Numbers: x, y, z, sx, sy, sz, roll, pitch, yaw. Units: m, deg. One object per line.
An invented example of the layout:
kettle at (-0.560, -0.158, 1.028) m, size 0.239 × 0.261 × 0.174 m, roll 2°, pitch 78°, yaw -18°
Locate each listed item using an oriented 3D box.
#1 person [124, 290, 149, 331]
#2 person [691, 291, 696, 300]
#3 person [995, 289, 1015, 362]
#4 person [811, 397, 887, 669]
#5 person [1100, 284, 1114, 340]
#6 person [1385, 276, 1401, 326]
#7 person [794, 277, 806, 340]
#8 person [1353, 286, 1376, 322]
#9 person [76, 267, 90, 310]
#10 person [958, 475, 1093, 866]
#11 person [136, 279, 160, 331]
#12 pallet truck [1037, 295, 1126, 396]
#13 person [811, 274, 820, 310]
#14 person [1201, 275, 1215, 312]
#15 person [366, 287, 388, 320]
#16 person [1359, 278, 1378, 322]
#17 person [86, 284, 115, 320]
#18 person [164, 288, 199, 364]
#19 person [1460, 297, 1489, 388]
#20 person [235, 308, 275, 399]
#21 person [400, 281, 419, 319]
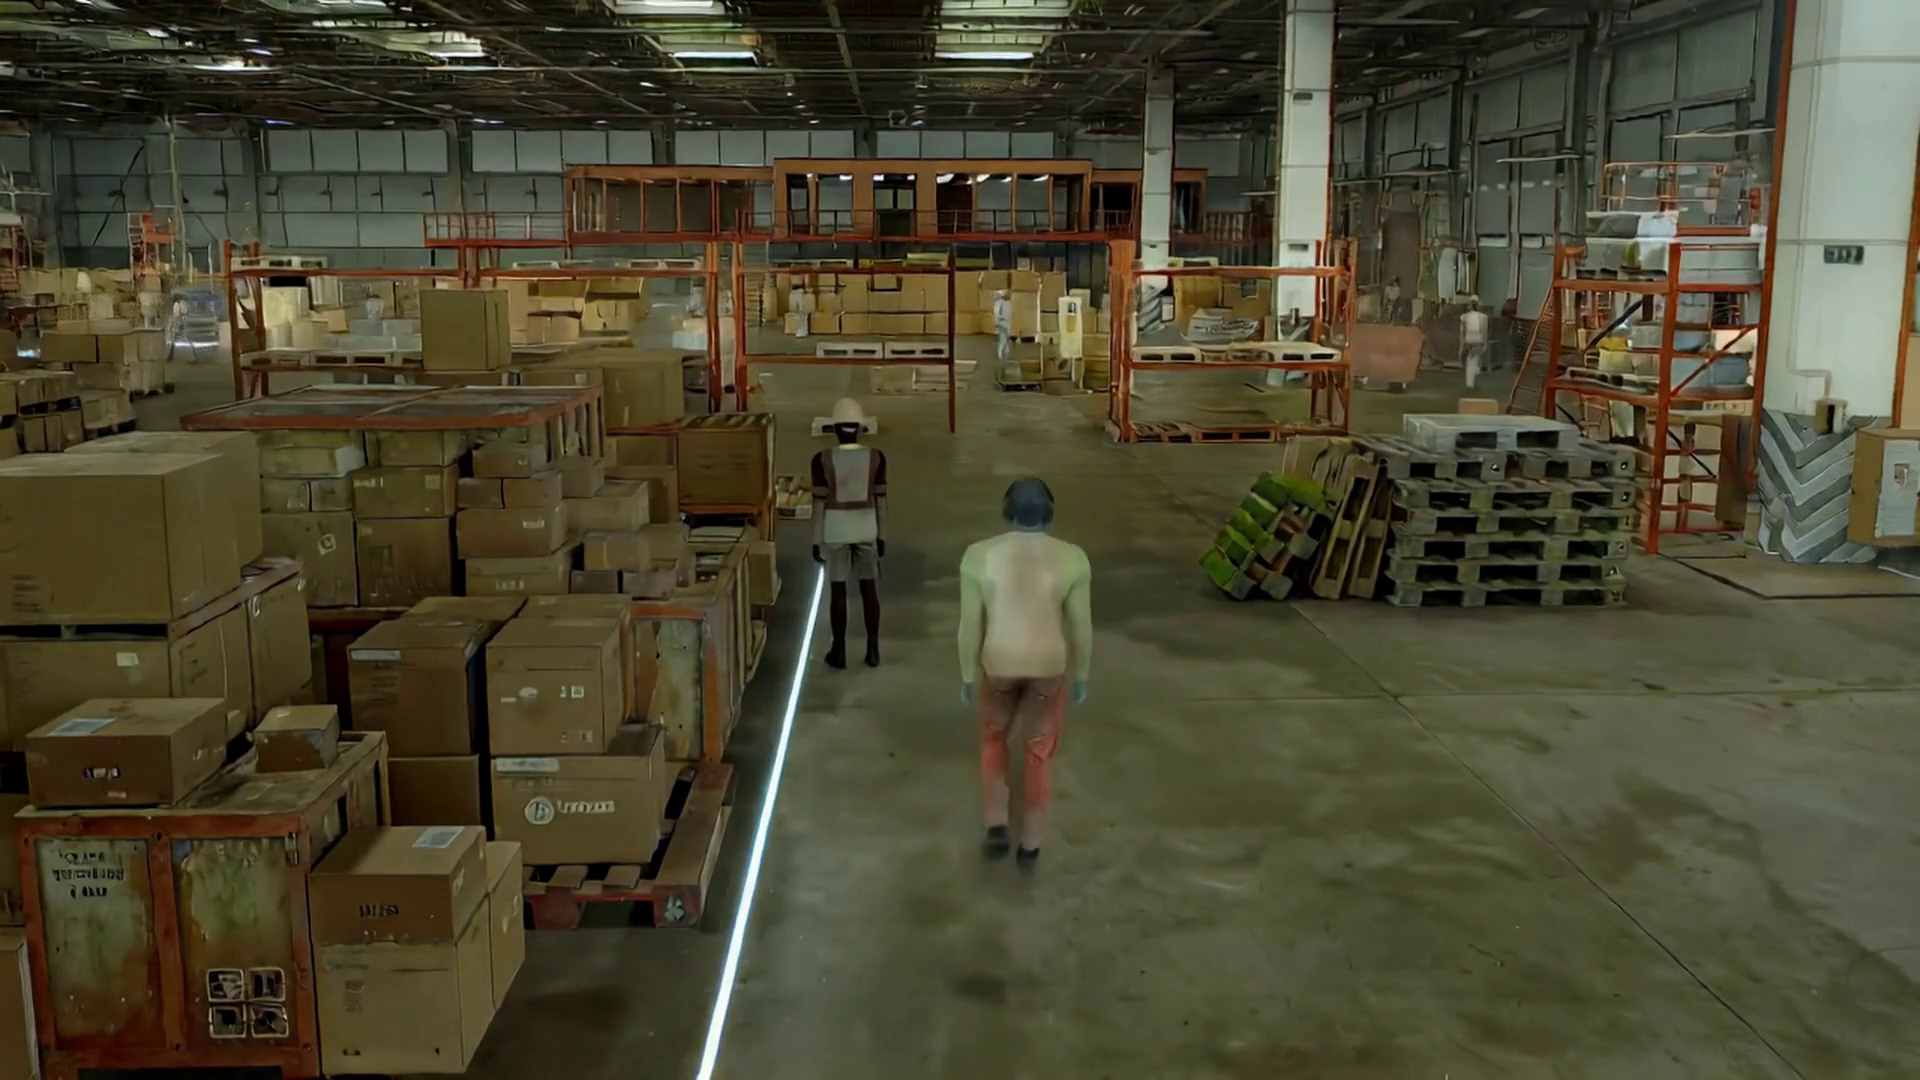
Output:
person at (-20.433, -5.288, 41.367) m, size 0.561 × 1.820 × 0.945 m, roll 4°, pitch 11°, yaw 20°
person at (-8.398, -7.052, 51.302) m, size 0.516 × 1.789 × 1.008 m, roll -4°, pitch 11°, yaw -22°
person at (1.122, -5.413, 42.058) m, size 0.445 × 1.830 × 0.655 m, roll -5°, pitch 12°, yaw -28°
person at (-0.795, -0.046, 11.865) m, size 0.548 × 1.937 × 0.379 m, roll -3°, pitch 10°, yaw -14°
person at (4.521, -7.018, 51.267) m, size 0.491 × 1.748 × 0.329 m, roll -8°, pitch 13°, yaw -37°
person at (14.174, -7.683, 54.455) m, size 0.585 × 1.921 × 0.383 m, roll -4°, pitch 11°, yaw -20°
person at (-4.952, -7.152, 51.448) m, size 0.372 × 1.940 × 0.627 m, roll 2°, pitch 10°, yaw 11°
person at (11.053, -6.043, 45.572) m, size 0.657 × 1.830 × 0.439 m, roll 3°, pitch 10°, yaw 14°
person at (-39.212, -11.272, 74.487) m, size 0.654 × 1.906 × 0.408 m, roll 5°, pitch 11°, yaw 24°
person at (0.318, 0.642, 8.058) m, size 0.650 × 1.928 × 0.425 m, roll 1°, pitch 10°, yaw 3°
person at (-23.334, -6.511, 47.802) m, size 0.612 × 1.963 × 0.362 m, roll -7°, pitch 13°, yaw -36°
pallet truck at (2.483, -3.881, 33.060) m, size 1.885 × 1.965 × 0.823 m, roll -7°, pitch 13°, yaw -36°
person at (-5.271, -8.799, 60.775) m, size 0.358 × 1.884 × 0.574 m, roll 2°, pitch 10°, yaw 9°
person at (10.652, -10.773, 71.494) m, size 0.612 × 1.986 × 0.407 m, roll 3°, pitch 11°, yaw 18°
person at (-15.299, -5.699, 43.682) m, size 0.561 × 1.823 × 0.875 m, roll -2°, pitch 10°, yaw -13°
person at (12.516, -7.076, 51.053) m, size 0.609 × 1.932 × 0.474 m, roll 7°, pitch 12°, yaw 33°
person at (-21.330, -5.356, 41.310) m, size 0.622 × 1.982 × 0.405 m, roll -6°, pitch 12°, yaw -30°
person at (-19.441, -5.315, 41.377) m, size 0.565 × 1.878 × 1.028 m, roll 5°, pitch 11°, yaw 26°
person at (10.769, -4.132, 34.795) m, size 0.569 × 1.881 × 1.015 m, roll 5°, pitch 11°, yaw 25°
person at (-12.082, -3.010, 28.477) m, size 0.607 × 1.902 × 0.678 m, roll 0°, pitch 10°, yaw 0°
person at (-15.378, -6.274, 46.560) m, size 0.358 × 1.936 × 0.552 m, roll 9°, pitch 13°, yaw 40°
